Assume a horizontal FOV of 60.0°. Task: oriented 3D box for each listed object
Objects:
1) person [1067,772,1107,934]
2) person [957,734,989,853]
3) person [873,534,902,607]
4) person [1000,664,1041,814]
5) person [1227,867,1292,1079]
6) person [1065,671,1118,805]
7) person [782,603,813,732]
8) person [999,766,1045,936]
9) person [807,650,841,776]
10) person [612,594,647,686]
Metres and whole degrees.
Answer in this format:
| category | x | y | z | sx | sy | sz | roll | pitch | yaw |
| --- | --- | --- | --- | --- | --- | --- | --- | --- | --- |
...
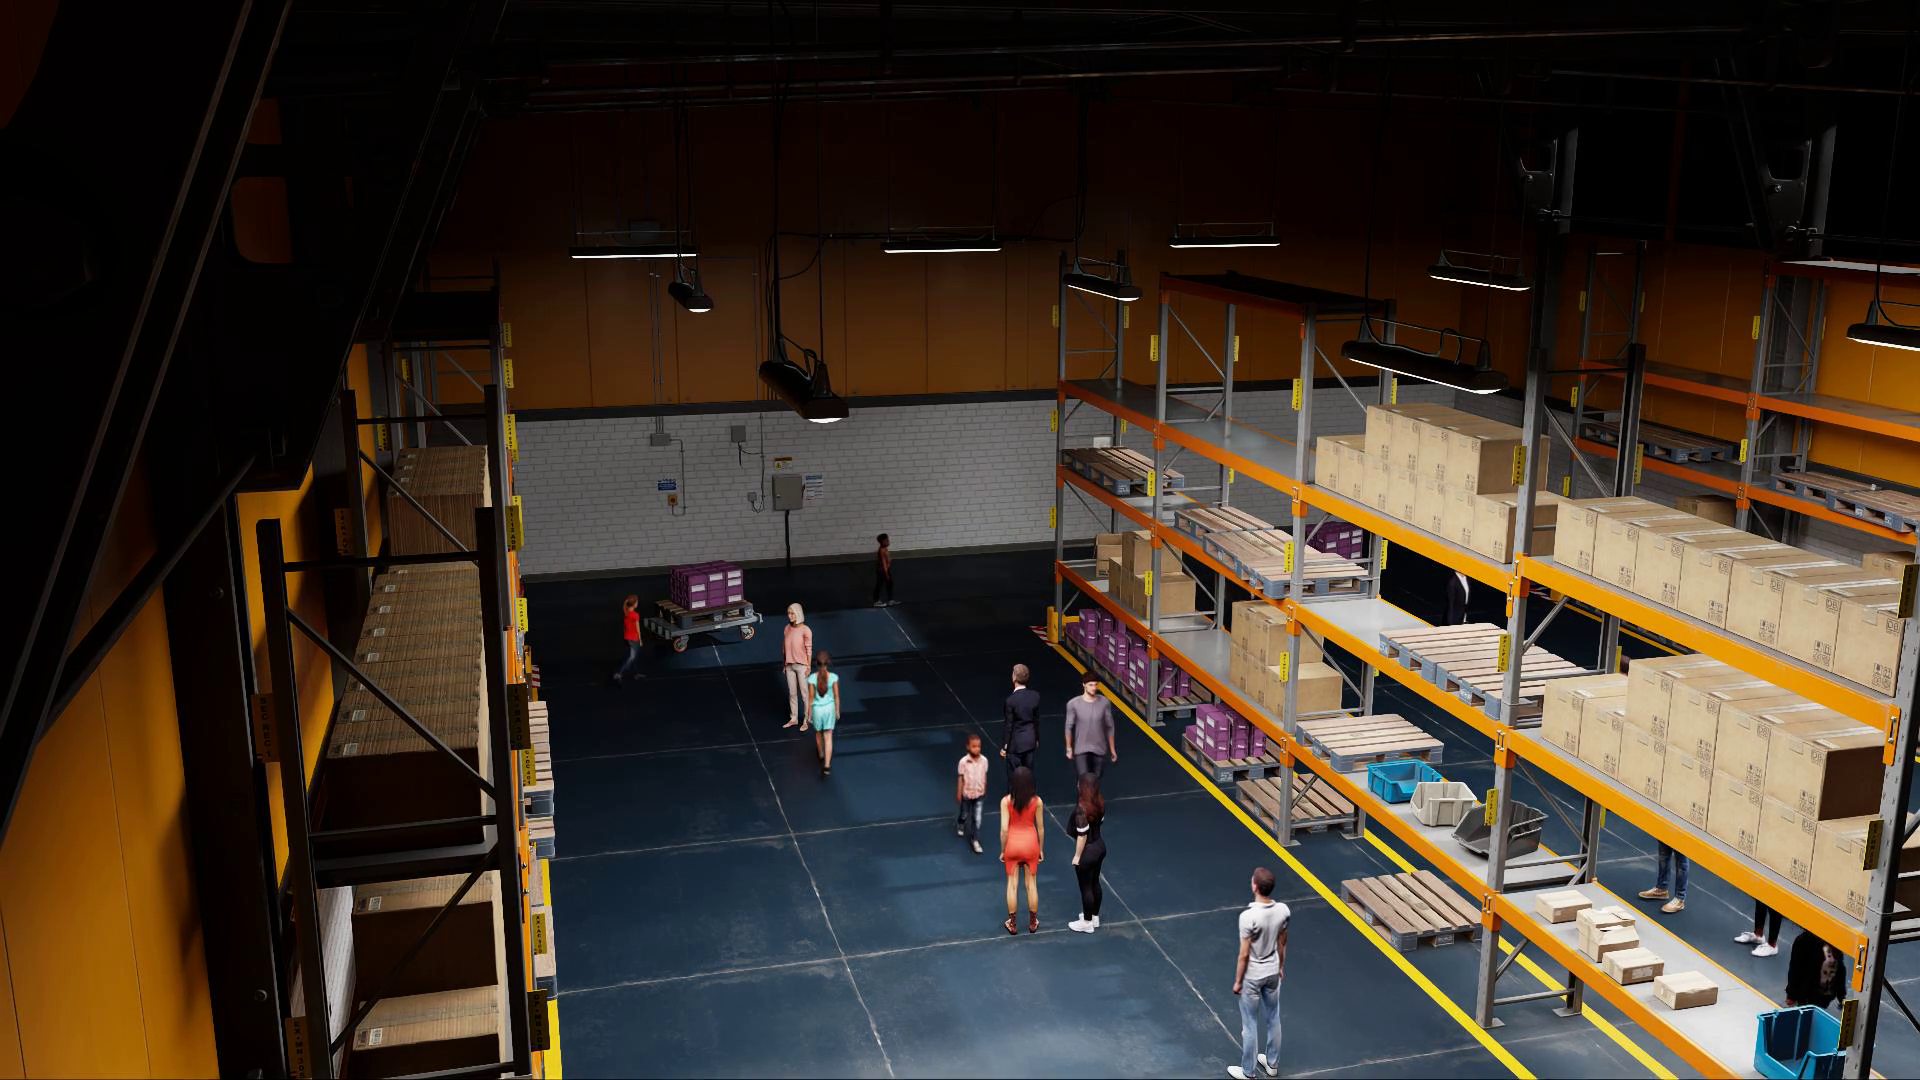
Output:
| category | x | y | z | sx | sy | sz | roll | pitch | yaw |
| --- | --- | --- | --- | --- | --- | --- | --- | --- | --- |
| person | 1.262 | 3.052 | 16.330 | 0.766 | 1.639 | 0.713 | 9 | 16 | 32 |
| person | 0.123 | 2.752 | 18.307 | 0.495 | 1.293 | 0.791 | -4 | 14 | -15 |
| person | -1.352 | 0.509 | 27.686 | 0.738 | 1.239 | 0.716 | 3 | 14 | 12 |
| person | 0.684 | 2.297 | 19.077 | 0.772 | 1.815 | 0.726 | -10 | 17 | -36 |
| person | 2.478 | 3.580 | 13.699 | 0.699 | 1.851 | 0.633 | -8 | 16 | -29 |
| person | 1.451 | 2.345 | 18.847 | 0.703 | 1.830 | 0.863 | -4 | 14 | -14 |
| person | -2.134 | 1.656 | 21.914 | 0.673 | 1.724 | 0.731 | 8 | 16 | 29 |
| person | 0.598 | 3.026 | 16.271 | 0.618 | 1.719 | 0.562 | -1 | 14 | -6 |
| person | -1.659 | 2.136 | 20.352 | 0.664 | 1.527 | 1.090 | -2 | 14 | -8 |
| person | -4.740 | 1.441 | 23.727 | 0.768 | 1.290 | 0.817 | -13 | 19 | -43 |
